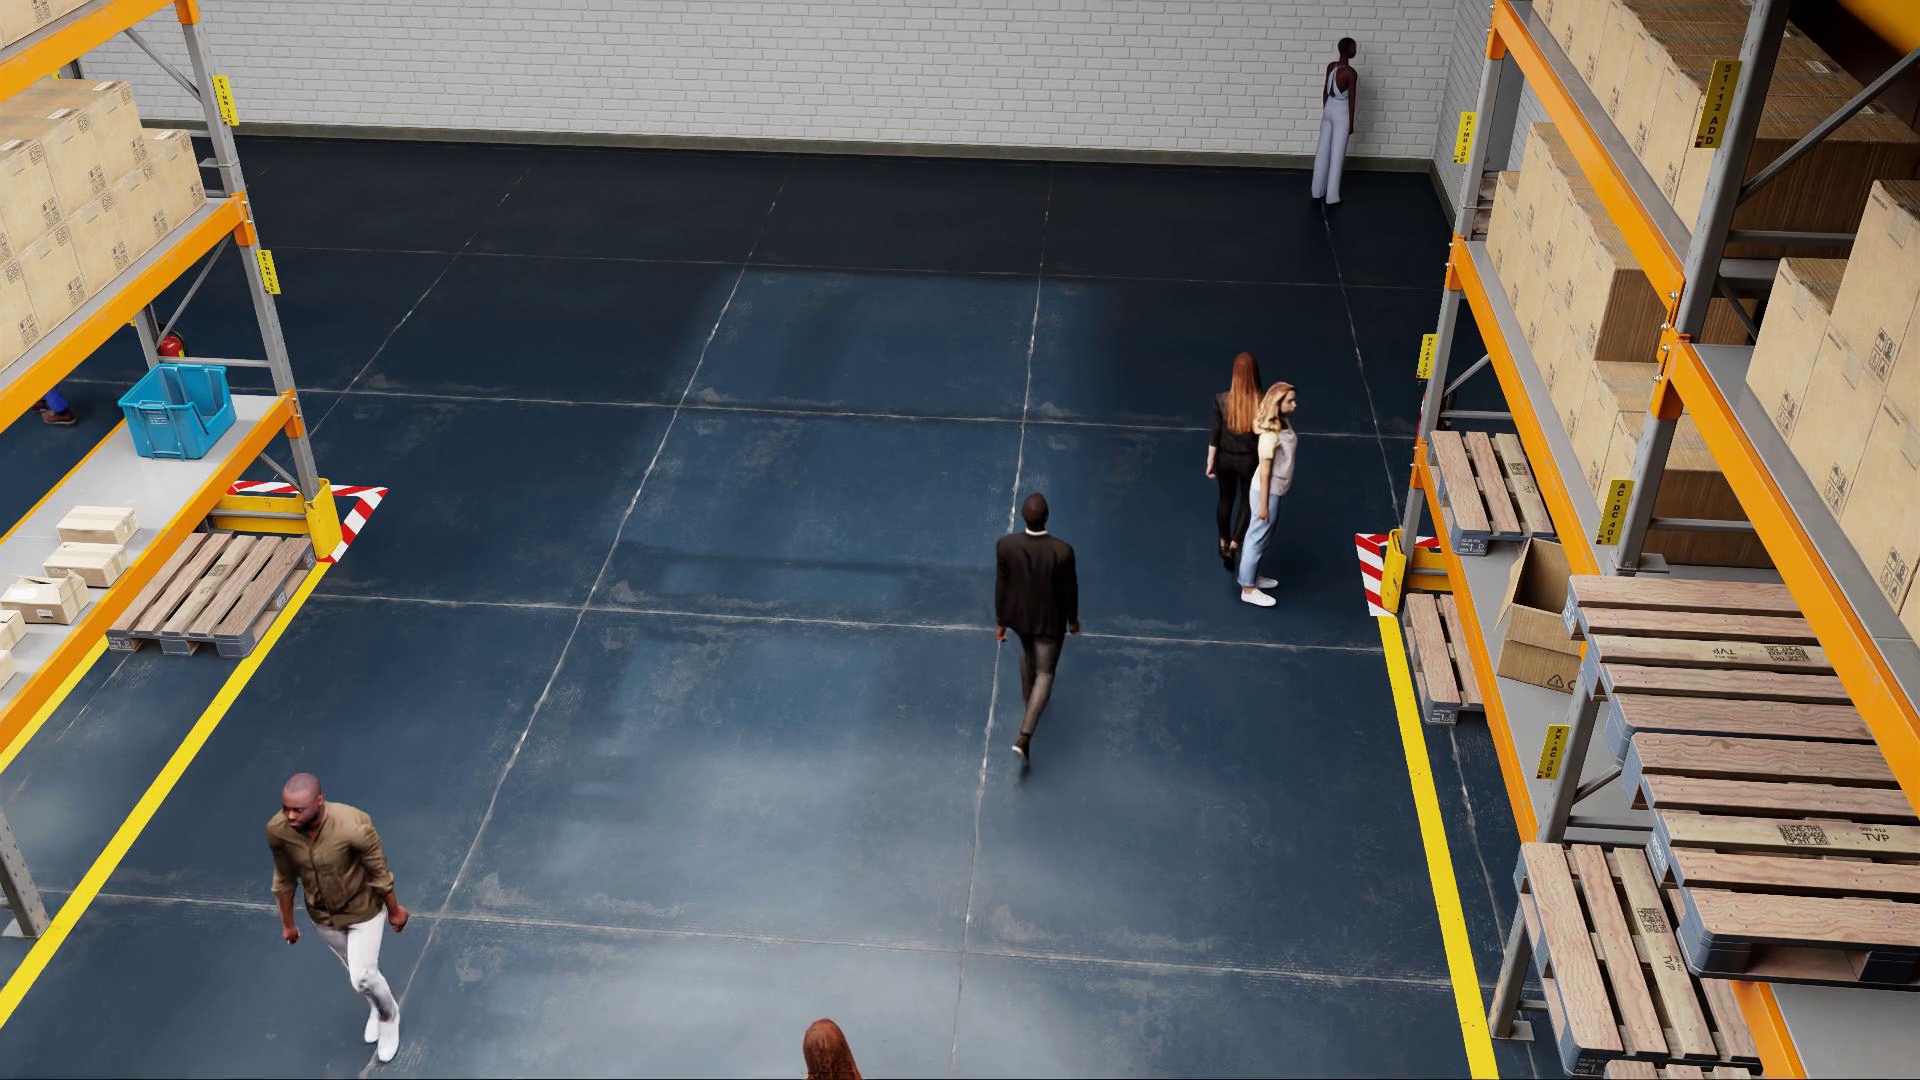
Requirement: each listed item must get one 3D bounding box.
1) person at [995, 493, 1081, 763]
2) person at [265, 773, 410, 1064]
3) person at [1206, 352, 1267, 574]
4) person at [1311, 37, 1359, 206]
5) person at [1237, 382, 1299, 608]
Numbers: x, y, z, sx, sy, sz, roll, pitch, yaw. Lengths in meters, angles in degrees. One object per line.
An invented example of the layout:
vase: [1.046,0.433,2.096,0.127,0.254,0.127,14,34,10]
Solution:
person: [0.457,0.554,10.271,0.878,1.771,1.202,12,35,17]
person: [-3.051,1.797,8.368,0.761,1.808,0.661,4,34,6]
person: [1.997,-0.509,11.941,0.704,1.693,0.949,9,35,14]
person: [4.040,-4.503,17.869,0.708,1.783,0.628,-21,39,-28]
person: [2.148,-0.335,11.653,0.717,1.723,0.529,9,35,13]
